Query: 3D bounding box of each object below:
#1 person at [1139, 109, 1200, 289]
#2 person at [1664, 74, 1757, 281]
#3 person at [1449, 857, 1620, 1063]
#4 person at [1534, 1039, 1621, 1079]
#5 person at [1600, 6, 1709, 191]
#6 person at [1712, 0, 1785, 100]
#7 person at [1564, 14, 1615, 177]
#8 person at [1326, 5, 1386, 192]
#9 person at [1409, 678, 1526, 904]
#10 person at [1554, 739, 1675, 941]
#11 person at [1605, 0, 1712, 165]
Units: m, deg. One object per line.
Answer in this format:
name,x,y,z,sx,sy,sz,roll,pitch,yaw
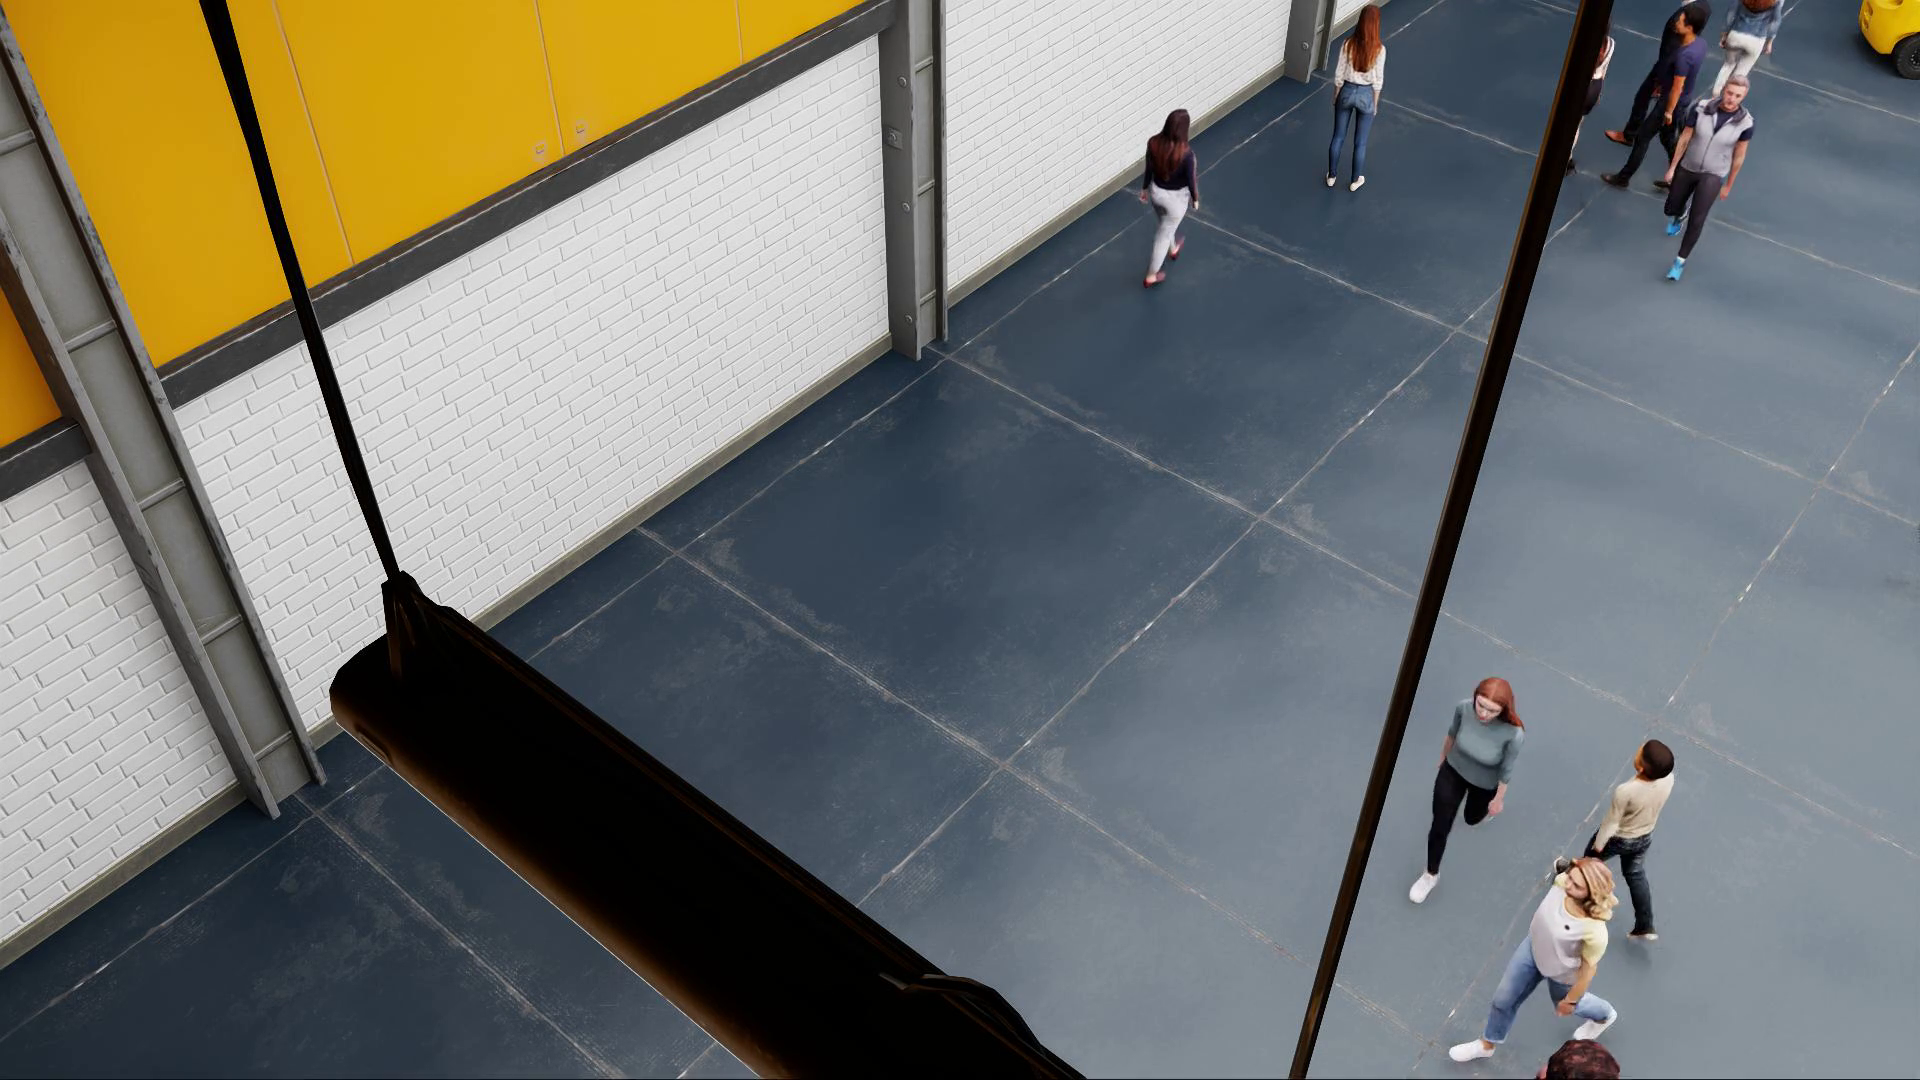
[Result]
person,1.686,-2.790,13.759,0.610,1.579,0.910,30,51,28
person,6.224,-3.095,13.914,0.755,1.807,0.993,25,49,24
person,3.135,2.156,8.491,1.231,1.685,1.063,-11,45,-11
person,2.574,2.888,7.680,1.121,1.745,1.010,-7,44,-7
person,6.387,-3.863,14.752,0.761,1.763,0.904,25,49,24
person,7.350,-4.656,15.642,0.628,1.684,0.596,34,53,31
person,5.609,-3.959,14.943,0.793,1.639,0.835,-9,44,-9
person,3.539,-3.942,14.862,0.624,1.726,0.589,17,46,17
person,2.909,1.314,9.351,0.614,1.718,1.079,30,51,28
person,3.722,1.666,9.179,0.963,1.445,0.914,-14,45,-14
person,6.586,-4.281,15.185,1.161,1.772,0.935,-29,51,-27
